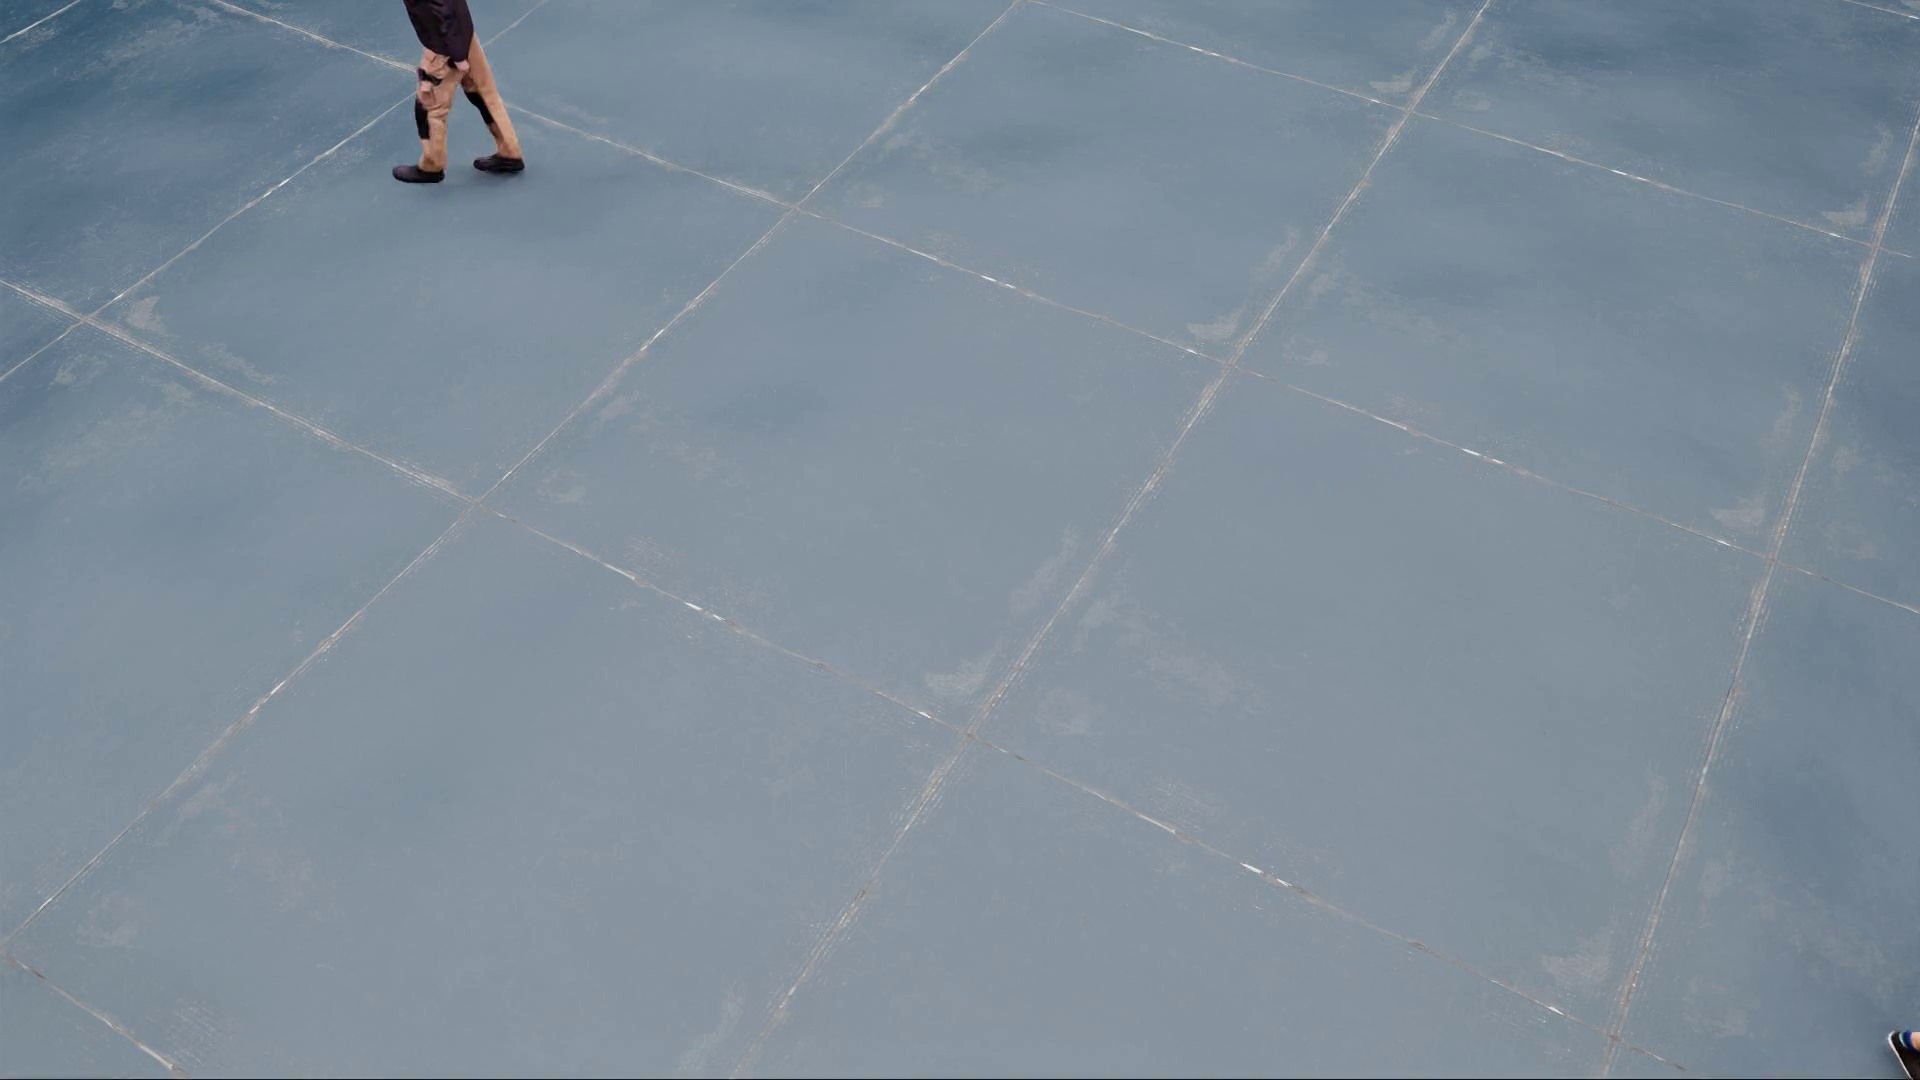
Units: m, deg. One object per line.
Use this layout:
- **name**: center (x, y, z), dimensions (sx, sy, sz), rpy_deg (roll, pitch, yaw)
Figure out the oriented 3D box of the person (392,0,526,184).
- **person**: center (-3.004, -3.011, 10.061), dimensions (1.168, 1.894, 1.042), rpy_deg (-3, 47, -2)
